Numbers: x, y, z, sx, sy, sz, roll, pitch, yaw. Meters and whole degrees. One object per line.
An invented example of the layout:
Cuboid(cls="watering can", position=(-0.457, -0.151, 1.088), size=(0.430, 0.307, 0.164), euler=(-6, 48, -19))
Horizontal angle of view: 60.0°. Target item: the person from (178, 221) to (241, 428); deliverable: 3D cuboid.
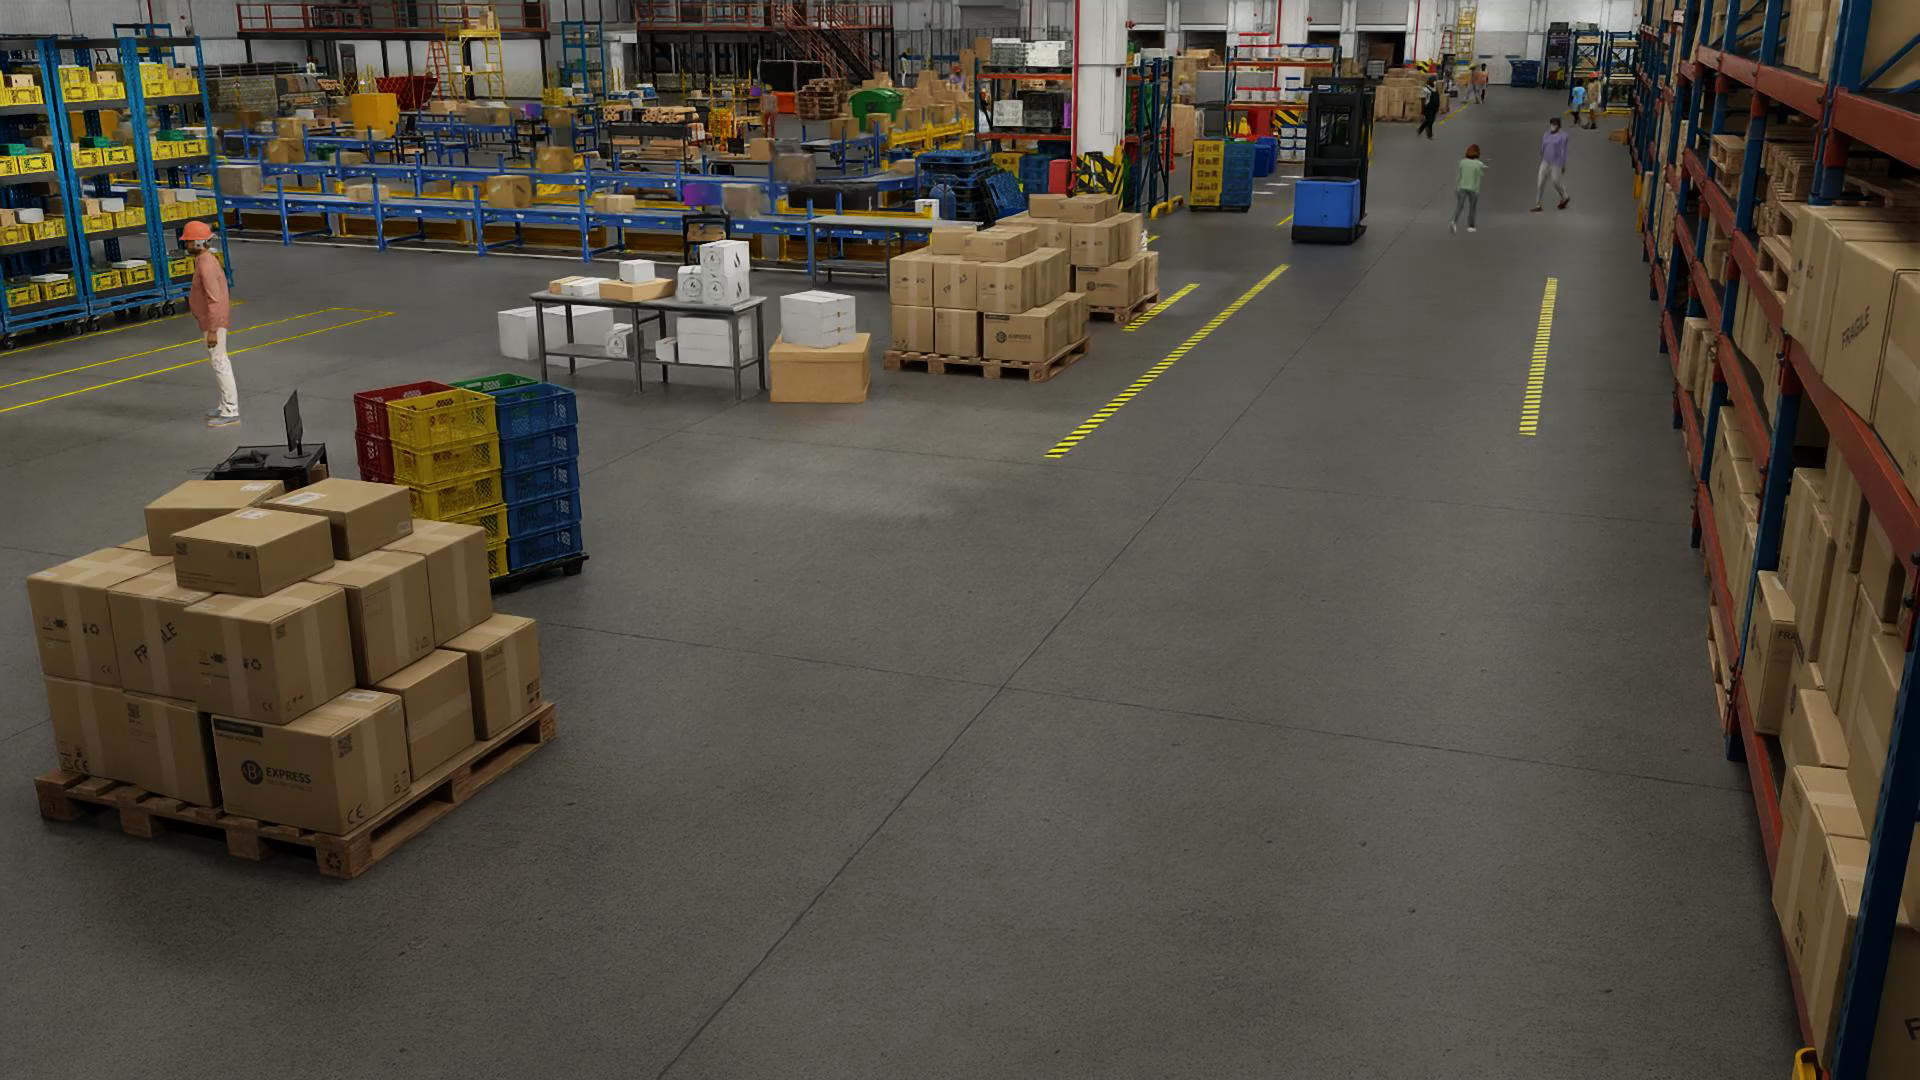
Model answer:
Cuboid(cls="person", position=(-7.289, -2.099, 16.187), size=(0.383, 1.993, 0.622), euler=(-8, 19, -23))

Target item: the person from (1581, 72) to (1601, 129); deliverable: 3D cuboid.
Cuboid(cls="person", position=(21.637, -15.060, 57.041), size=(0.872, 1.908, 0.587), euler=(-7, 19, -22))

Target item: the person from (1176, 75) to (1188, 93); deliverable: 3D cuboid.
Cuboid(cls="person", position=(7.694, -15.184, 57.645), size=(0.422, 1.786, 0.616), euler=(8, 19, 24))

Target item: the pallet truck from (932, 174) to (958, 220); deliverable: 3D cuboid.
Cuboid(cls="pallet truck", position=(-0.507, -5.292, 27.348), size=(0.653, 1.274, 1.630), euler=(6, 19, 19))

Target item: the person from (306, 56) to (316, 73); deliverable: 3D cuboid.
Cuboid(cls="person", position=(-30.373, -21.678, 77.888), size=(0.342, 1.882, 0.579), euler=(6, 19, 18))

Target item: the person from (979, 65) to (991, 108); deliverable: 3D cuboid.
Cuboid(cls="person", position=(1.011, -18.199, 67.041), size=(0.513, 1.835, 0.941), euler=(-10, 20, -29))

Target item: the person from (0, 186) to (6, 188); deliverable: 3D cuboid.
Cuboid(cls="person", position=(-17.278, -6.283, 29.598), size=(0.590, 1.833, 0.404), euler=(-3, 18, -9))

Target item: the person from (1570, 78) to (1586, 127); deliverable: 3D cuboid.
Cuboid(cls="person", position=(21.507, -15.190, 57.821), size=(0.544, 1.681, 0.566), euler=(-6, 18, -17))

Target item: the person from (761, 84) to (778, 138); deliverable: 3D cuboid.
Cuboid(cls="person", position=(-5.981, -13.402, 52.114), size=(0.525, 1.749, 0.568), euler=(-4, 18, -13))

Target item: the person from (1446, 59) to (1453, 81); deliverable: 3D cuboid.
Cuboid(cls="person", position=(23.446, -22.136, 79.595), size=(0.549, 1.706, 0.501), euler=(-16, 24, -41))

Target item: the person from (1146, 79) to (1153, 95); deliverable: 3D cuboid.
Cuboid(cls="person", position=(6.539, -15.116, 57.301), size=(0.317, 1.865, 0.523), euler=(10, 20, 28))

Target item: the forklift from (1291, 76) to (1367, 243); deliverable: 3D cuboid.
Cuboid(cls="forklift", position=(6.598, -6.755, 29.381), size=(1.129, 2.768, 1.873), euler=(6, 19, 19))

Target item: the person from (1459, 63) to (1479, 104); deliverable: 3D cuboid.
Cuboid(cls="person", position=(22.280, -19.867, 72.459), size=(0.894, 1.718, 0.545), euler=(5, 18, 16))

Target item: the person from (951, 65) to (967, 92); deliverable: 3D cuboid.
Cuboid(cls="person", position=(-0.023, -16.860, 62.636), size=(0.680, 1.965, 1.070), euler=(-6, 19, -20))

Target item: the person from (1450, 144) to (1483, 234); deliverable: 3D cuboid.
Cuboid(cls="person", position=(9.251, -6.403, 30.344), size=(0.501, 1.604, 0.762), euler=(14, 22, 37))

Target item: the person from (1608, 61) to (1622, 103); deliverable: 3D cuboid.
Cuboid(cls="person", position=(29.056, -20.277, 73.599), size=(0.513, 1.819, 0.903), euler=(-8, 19, -24))

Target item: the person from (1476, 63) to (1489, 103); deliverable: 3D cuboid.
Cuboid(cls="person", position=(23.067, -20.177, 73.474), size=(0.531, 1.697, 0.320), euler=(3, 18, 10))

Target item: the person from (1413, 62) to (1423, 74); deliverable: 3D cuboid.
Cuboid(cls="person", position=(19.153, -19.145, 69.927), size=(0.947, 1.893, 0.598), euler=(15, 23, 39))

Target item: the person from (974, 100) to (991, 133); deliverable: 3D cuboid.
Cuboid(cls="person", position=(0.598, -10.787, 43.975), size=(0.546, 1.681, 0.372), euler=(8, 19, 24))

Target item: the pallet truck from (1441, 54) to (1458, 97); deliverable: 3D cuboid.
Cuboid(cls="pallet truck", position=(22.765, -21.886, 78.355), size=(0.823, 1.965, 1.885), euler=(-4, 18, -14))

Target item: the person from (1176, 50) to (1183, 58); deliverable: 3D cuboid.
Cuboid(cls="person", position=(11.785, -25.555, 90.057), size=(0.572, 1.884, 0.972), euler=(-8, 19, -22))

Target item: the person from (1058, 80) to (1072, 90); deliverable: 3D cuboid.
Cuboid(cls="person", position=(5.493, -24.047, 85.335), size=(0.955, 1.895, 0.683), euler=(-1, 18, -5))

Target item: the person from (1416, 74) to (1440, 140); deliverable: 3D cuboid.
Cuboid(cls="person", position=(14.792, -13.696, 52.553), size=(0.698, 2.000, 0.754), euler=(-15, 23, -40))

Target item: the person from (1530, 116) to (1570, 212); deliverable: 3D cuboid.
Cuboid(cls="person", position=(12.031, -7.593, 33.617), size=(0.890, 1.908, 0.642), euler=(-11, 21, -31))

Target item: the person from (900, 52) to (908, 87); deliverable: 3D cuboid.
Cuboid(cls="person", position=(-2.947, -24.725, 87.534), size=(0.429, 1.840, 0.630), euler=(0, 18, 1))

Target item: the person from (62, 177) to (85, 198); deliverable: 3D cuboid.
Cuboid(cls="person", position=(-14.193, -5.216, 26.165), size=(0.860, 1.873, 0.680), euler=(10, 20, 29))
